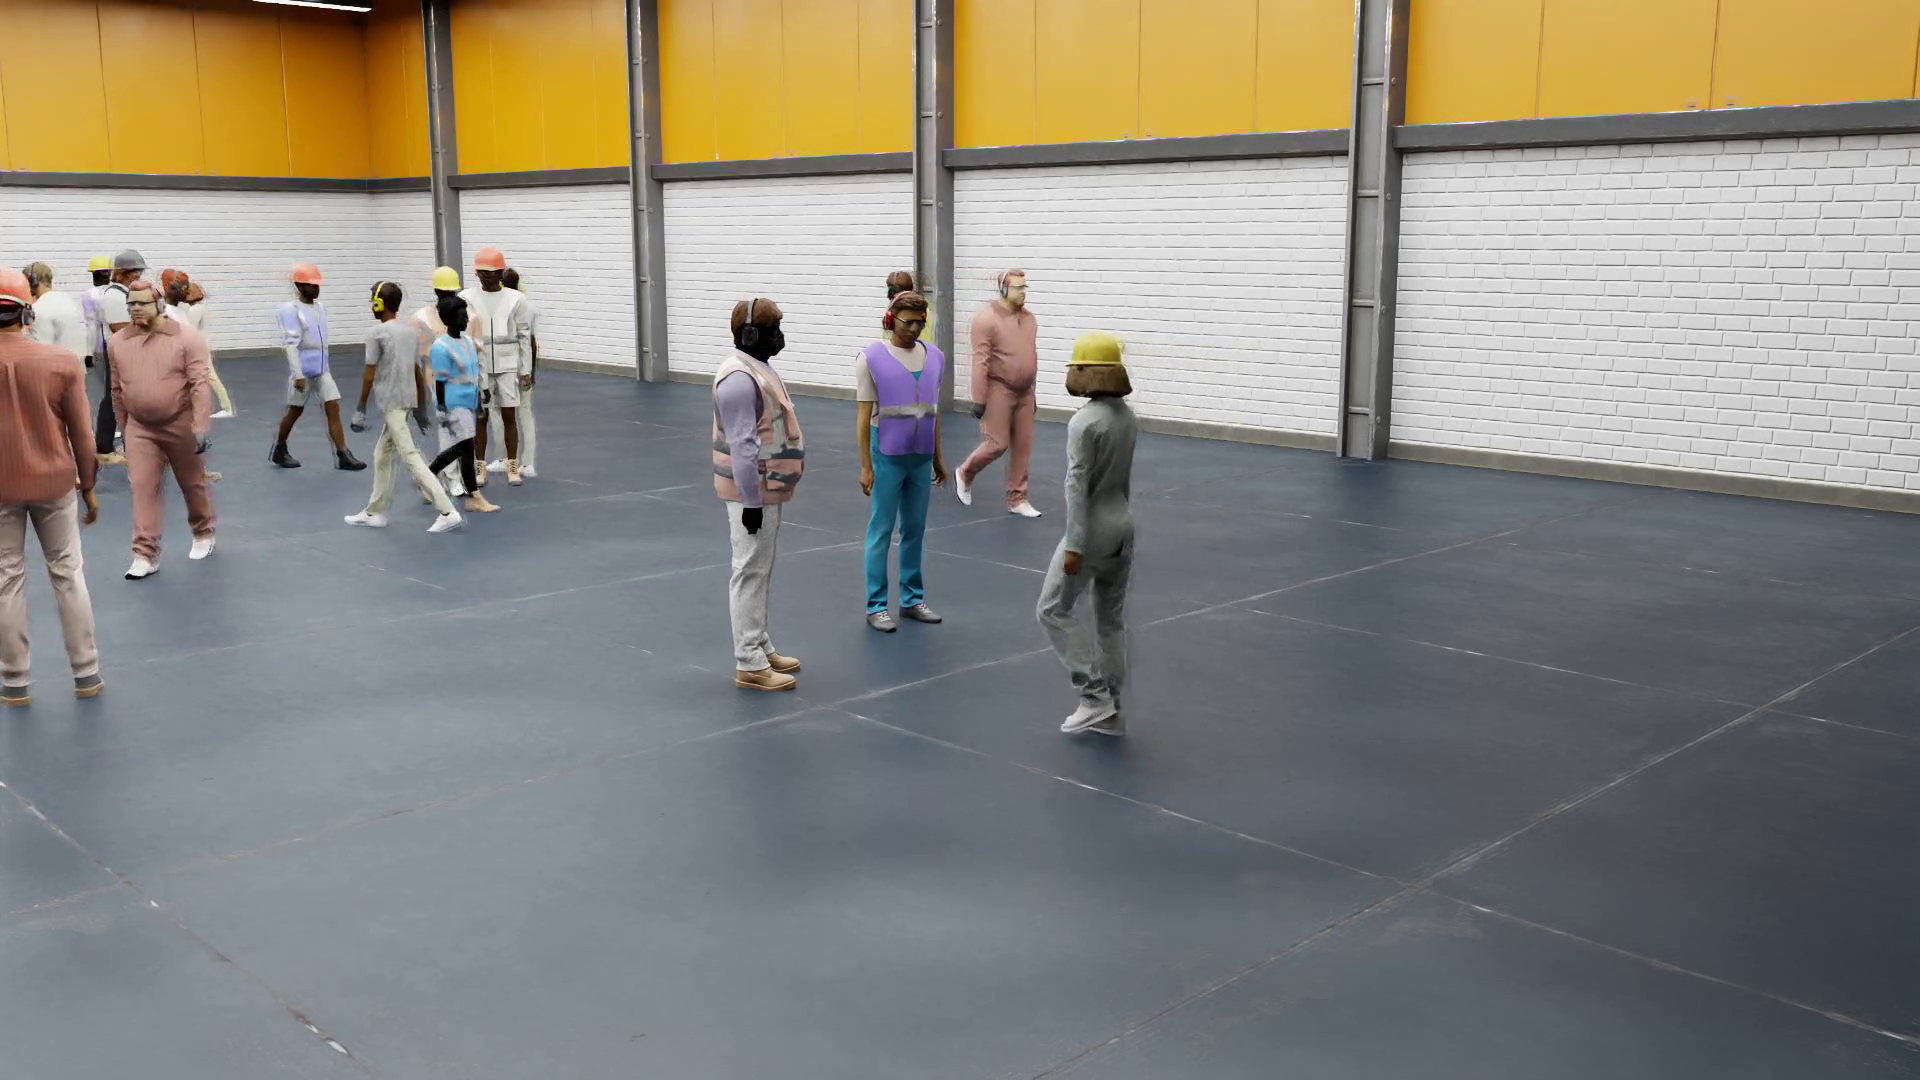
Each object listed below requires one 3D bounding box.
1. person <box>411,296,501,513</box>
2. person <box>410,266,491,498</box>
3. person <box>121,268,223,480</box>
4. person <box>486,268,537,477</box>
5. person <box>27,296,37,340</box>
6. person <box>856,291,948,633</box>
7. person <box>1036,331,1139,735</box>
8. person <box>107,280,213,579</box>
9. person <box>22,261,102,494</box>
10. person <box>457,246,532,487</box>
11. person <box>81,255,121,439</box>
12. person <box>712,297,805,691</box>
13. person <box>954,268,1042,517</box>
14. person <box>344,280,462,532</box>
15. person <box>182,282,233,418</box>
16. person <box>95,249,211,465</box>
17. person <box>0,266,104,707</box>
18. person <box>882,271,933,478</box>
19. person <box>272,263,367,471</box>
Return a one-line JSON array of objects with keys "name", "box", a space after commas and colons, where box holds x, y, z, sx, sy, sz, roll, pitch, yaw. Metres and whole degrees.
[{"name": "person", "box": [-3.947, -1.045, 12.854, 0.740, 1.675, 0.536, 2, 11, 9]}, {"name": "person", "box": [-4.262, -1.334, 13.854, 0.585, 1.889, 0.943, -7, 13, -34]}, {"name": "person", "box": [-6.879, -1.420, 14.406, 0.738, 1.857, 0.601, 0, 10, -1]}, {"name": "person", "box": [-4.023, -1.493, 14.819, 0.711, 1.837, 0.571, 10, 14, 43]}, {"name": "person", "box": [-12.498, -2.885, 22.808, 0.555, 1.683, 0.526, 3, 11, 18]}, {"name": "person", "box": [-0.319, -0.432, 9.052, 0.568, 1.835, 0.398, -9, 14, -40]}, {"name": "person", "box": [0.559, -0.017, 7.064, 0.365, 1.728, 0.518, 8, 13, 36]}, {"name": "person", "box": [-5.101, -0.729, 10.653, 0.643, 1.858, 1.001, -1, 10, -6]}, {"name": "person", "box": [-7.460, -1.321, 13.677, 0.437, 1.917, 0.725, -2, 11, -12]}, {"name": "person", "box": [-3.951, -1.461, 14.123, 0.605, 2.038, 0.394, -3, 11, -14]}, {"name": "person", "box": [-8.956, -2.025, 17.496, 0.371, 1.925, 0.595, 4, 11, 22]}, {"name": "person", "box": [-0.947, -0.220, 7.890, 0.429, 1.844, 0.626, 0, 10, 0]}, {"name": "person", "box": [0.309, -1.125, 12.694, 0.652, 1.893, 0.668, -10, 14, -44]}, {"name": "person", "box": [-4.047, -0.951, 12.006, 1.010, 1.816, 0.508, 3, 11, 14]}, {"name": "person", "box": [-8.935, -2.198, 19.340, 0.842, 1.579, 0.519, -4, 11, -23]}, {"name": "person", "box": [-7.653, -1.719, 15.516, 1.022, 2.000, 0.682, -1, 10, -5]}, {"name": "person", "box": [-4.258, -0.239, 7.571, 0.619, 1.994, 0.389, -6, 12, -31]}, {"name": "person", "box": [-0.534, -1.449, 14.661, 0.695, 1.818, 0.645, 7, 12, 34]}, {"name": "person", "box": [-5.940, -1.568, 15.135, 1.001, 1.889, 0.566, 4, 11, 21]}]
